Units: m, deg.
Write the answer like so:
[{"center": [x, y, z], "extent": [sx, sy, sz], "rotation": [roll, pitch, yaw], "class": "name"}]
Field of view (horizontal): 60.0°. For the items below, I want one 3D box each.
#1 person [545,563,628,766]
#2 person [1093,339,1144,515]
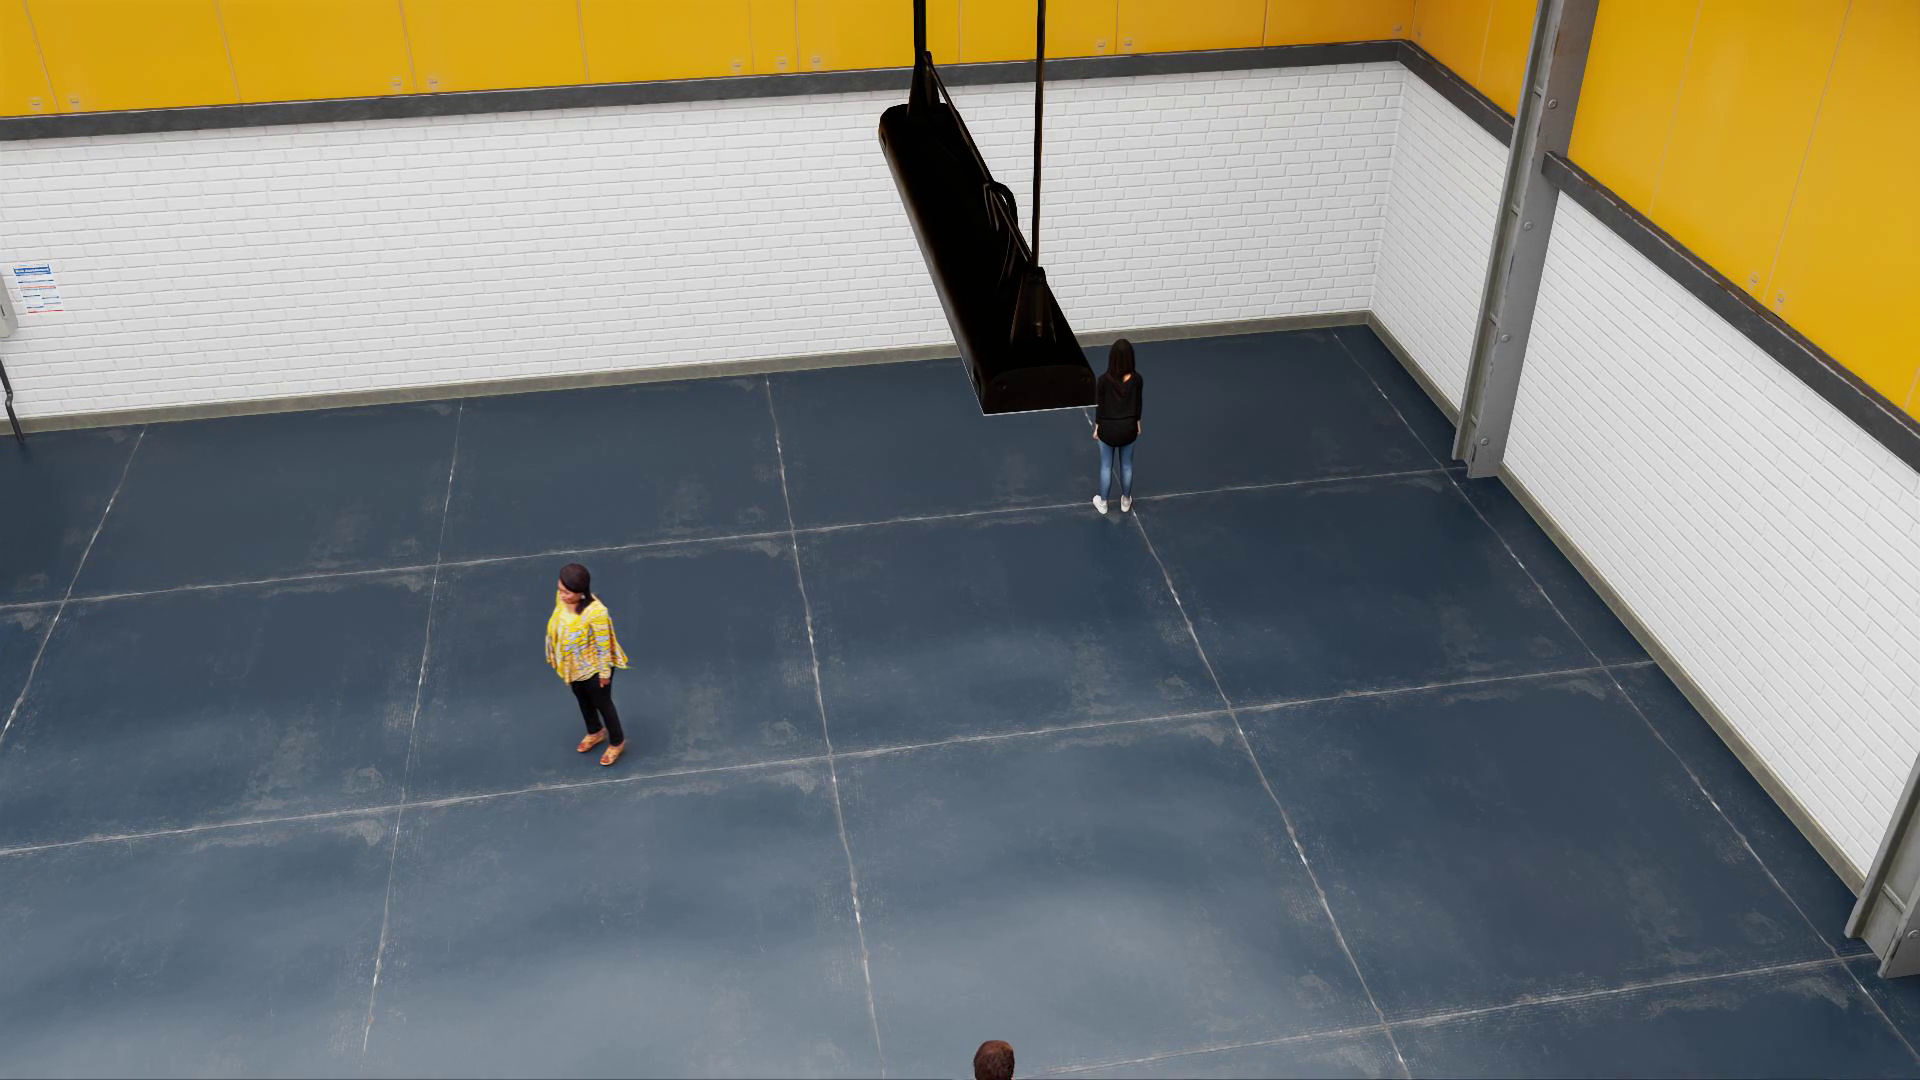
[{"center": [-2.586, 0.841, 11.573], "extent": [0.878, 1.651, 0.943], "rotation": [26, 41, 33], "class": "person"}, {"center": [1.359, -0.977, 14.313], "extent": [0.570, 1.647, 0.526], "rotation": [-3, 34, -5], "class": "person"}]
